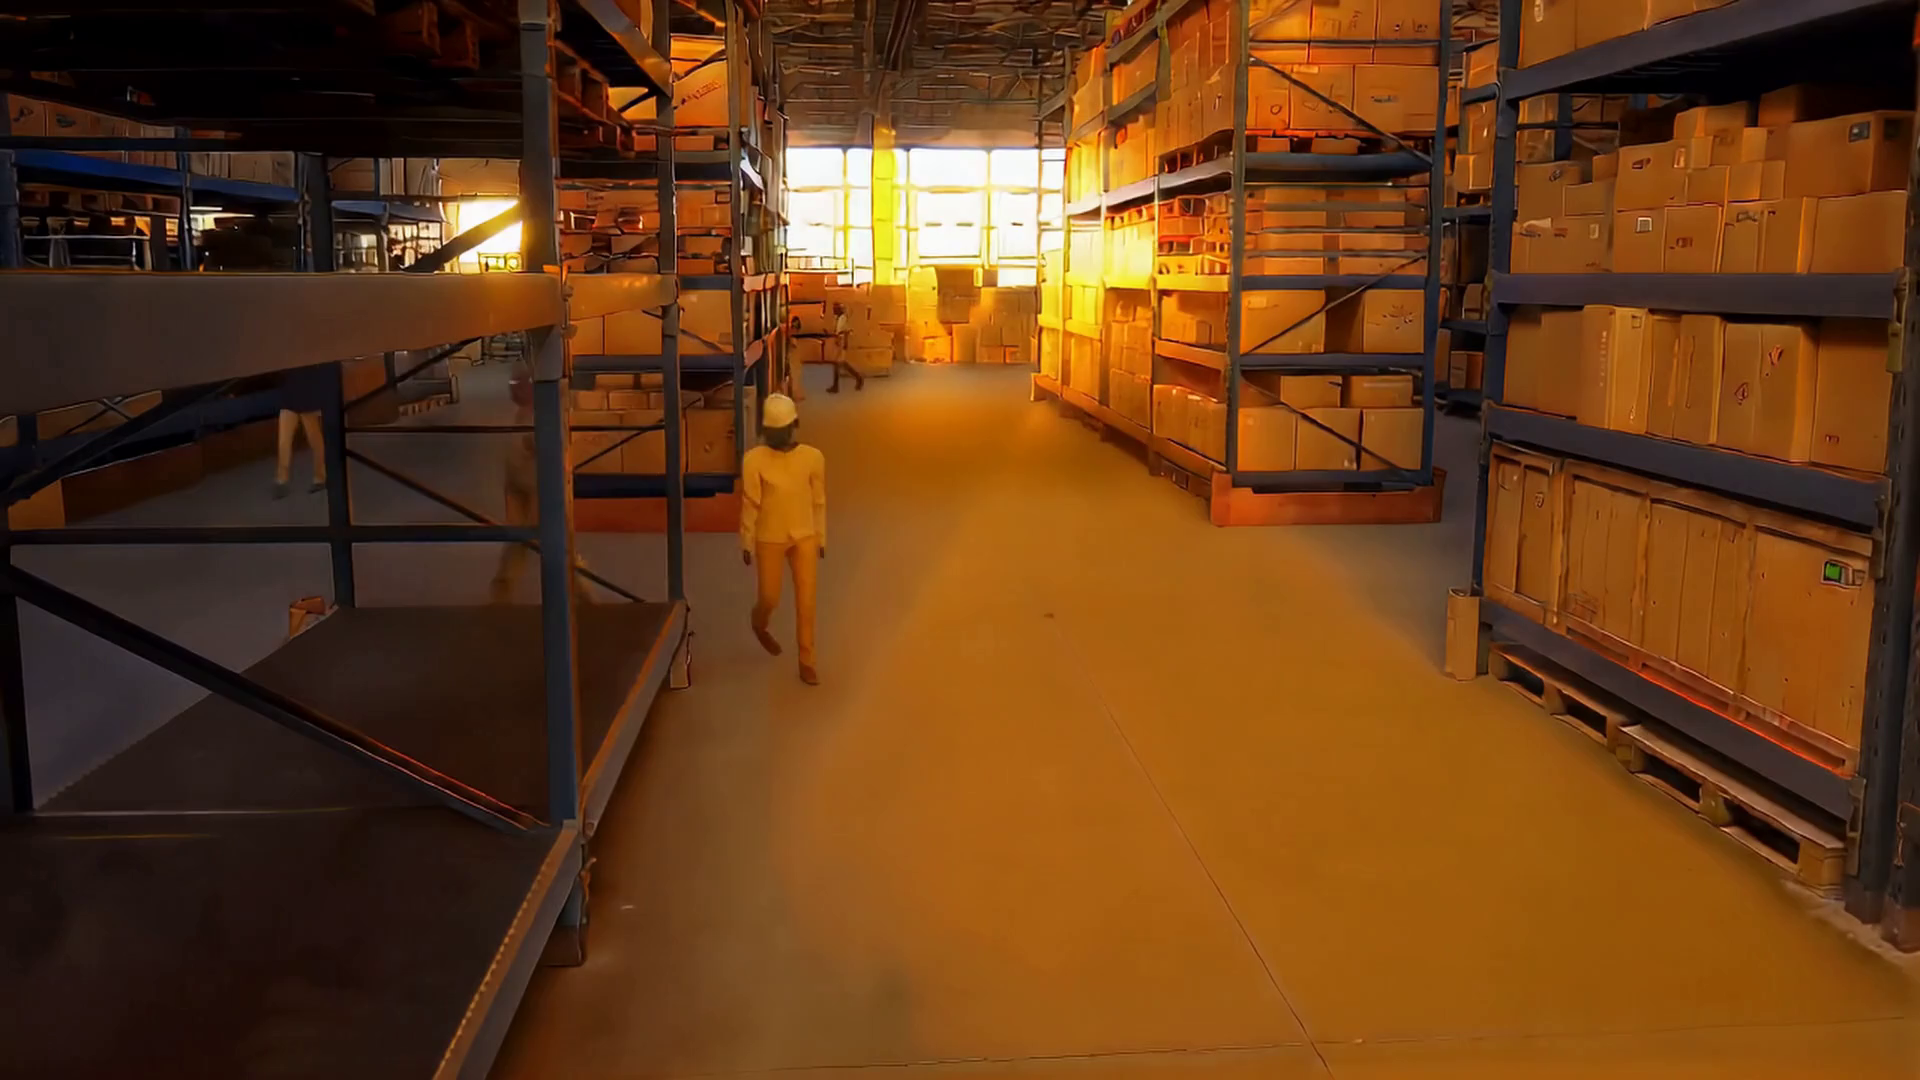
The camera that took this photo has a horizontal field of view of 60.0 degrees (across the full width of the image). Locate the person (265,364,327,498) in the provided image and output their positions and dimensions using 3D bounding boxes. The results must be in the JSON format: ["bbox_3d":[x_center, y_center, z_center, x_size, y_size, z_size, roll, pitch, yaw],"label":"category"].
[{"bbox_3d":[-7.201,-1.426,18.008,0.647,1.939,1.022,1,9,3],"label":"person"}]

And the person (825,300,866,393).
[{"bbox_3d":[-2.360,-3.950,33.965,0.756,1.914,0.552,-3,10,-19],"label":"person"}]

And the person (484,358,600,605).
[{"bbox_3d":[-2.863,-0.280,11.094,0.989,1.851,0.669,-5,10,-27],"label":"person"}]

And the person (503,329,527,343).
[{"bbox_3d":[-15.101,-7.654,56.816,0.986,2.000,0.684,-5,10,-28],"label":"person"}]

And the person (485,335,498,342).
[{"bbox_3d":[-16.983,-8.121,60.038,0.617,1.946,0.393,7,12,39],"label":"person"}]

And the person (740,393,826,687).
[{"bbox_3d":[-1.082,-0.031,9.930,0.545,1.730,0.751,-4,10,-25],"label":"person"}]
